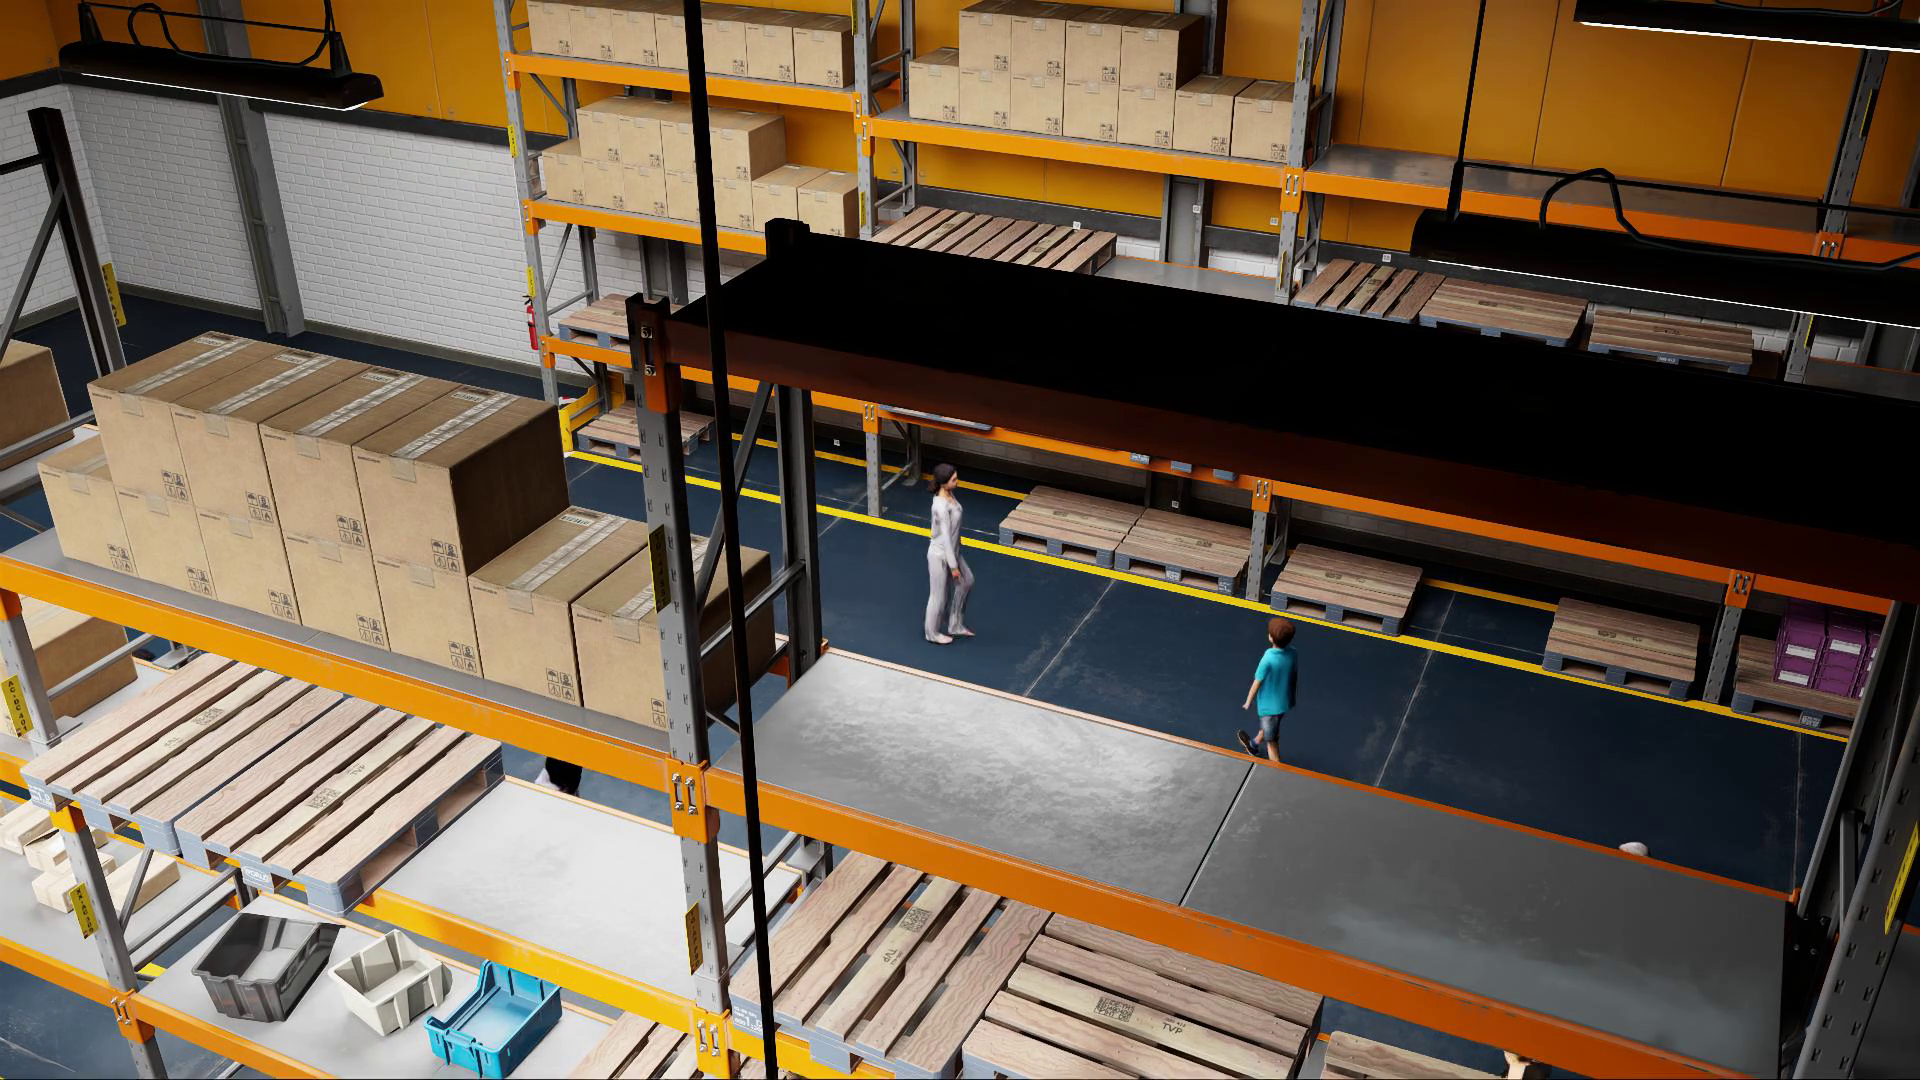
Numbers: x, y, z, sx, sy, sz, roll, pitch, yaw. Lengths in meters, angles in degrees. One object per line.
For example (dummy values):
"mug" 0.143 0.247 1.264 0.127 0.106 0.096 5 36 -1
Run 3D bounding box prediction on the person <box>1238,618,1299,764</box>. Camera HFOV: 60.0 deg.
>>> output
"person" 2.463 1.274 12.787 0.802 1.427 0.949 -18 33 -30

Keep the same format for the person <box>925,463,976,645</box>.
"person" -0.216 0.132 14.536 0.761 1.757 0.711 4 29 7
